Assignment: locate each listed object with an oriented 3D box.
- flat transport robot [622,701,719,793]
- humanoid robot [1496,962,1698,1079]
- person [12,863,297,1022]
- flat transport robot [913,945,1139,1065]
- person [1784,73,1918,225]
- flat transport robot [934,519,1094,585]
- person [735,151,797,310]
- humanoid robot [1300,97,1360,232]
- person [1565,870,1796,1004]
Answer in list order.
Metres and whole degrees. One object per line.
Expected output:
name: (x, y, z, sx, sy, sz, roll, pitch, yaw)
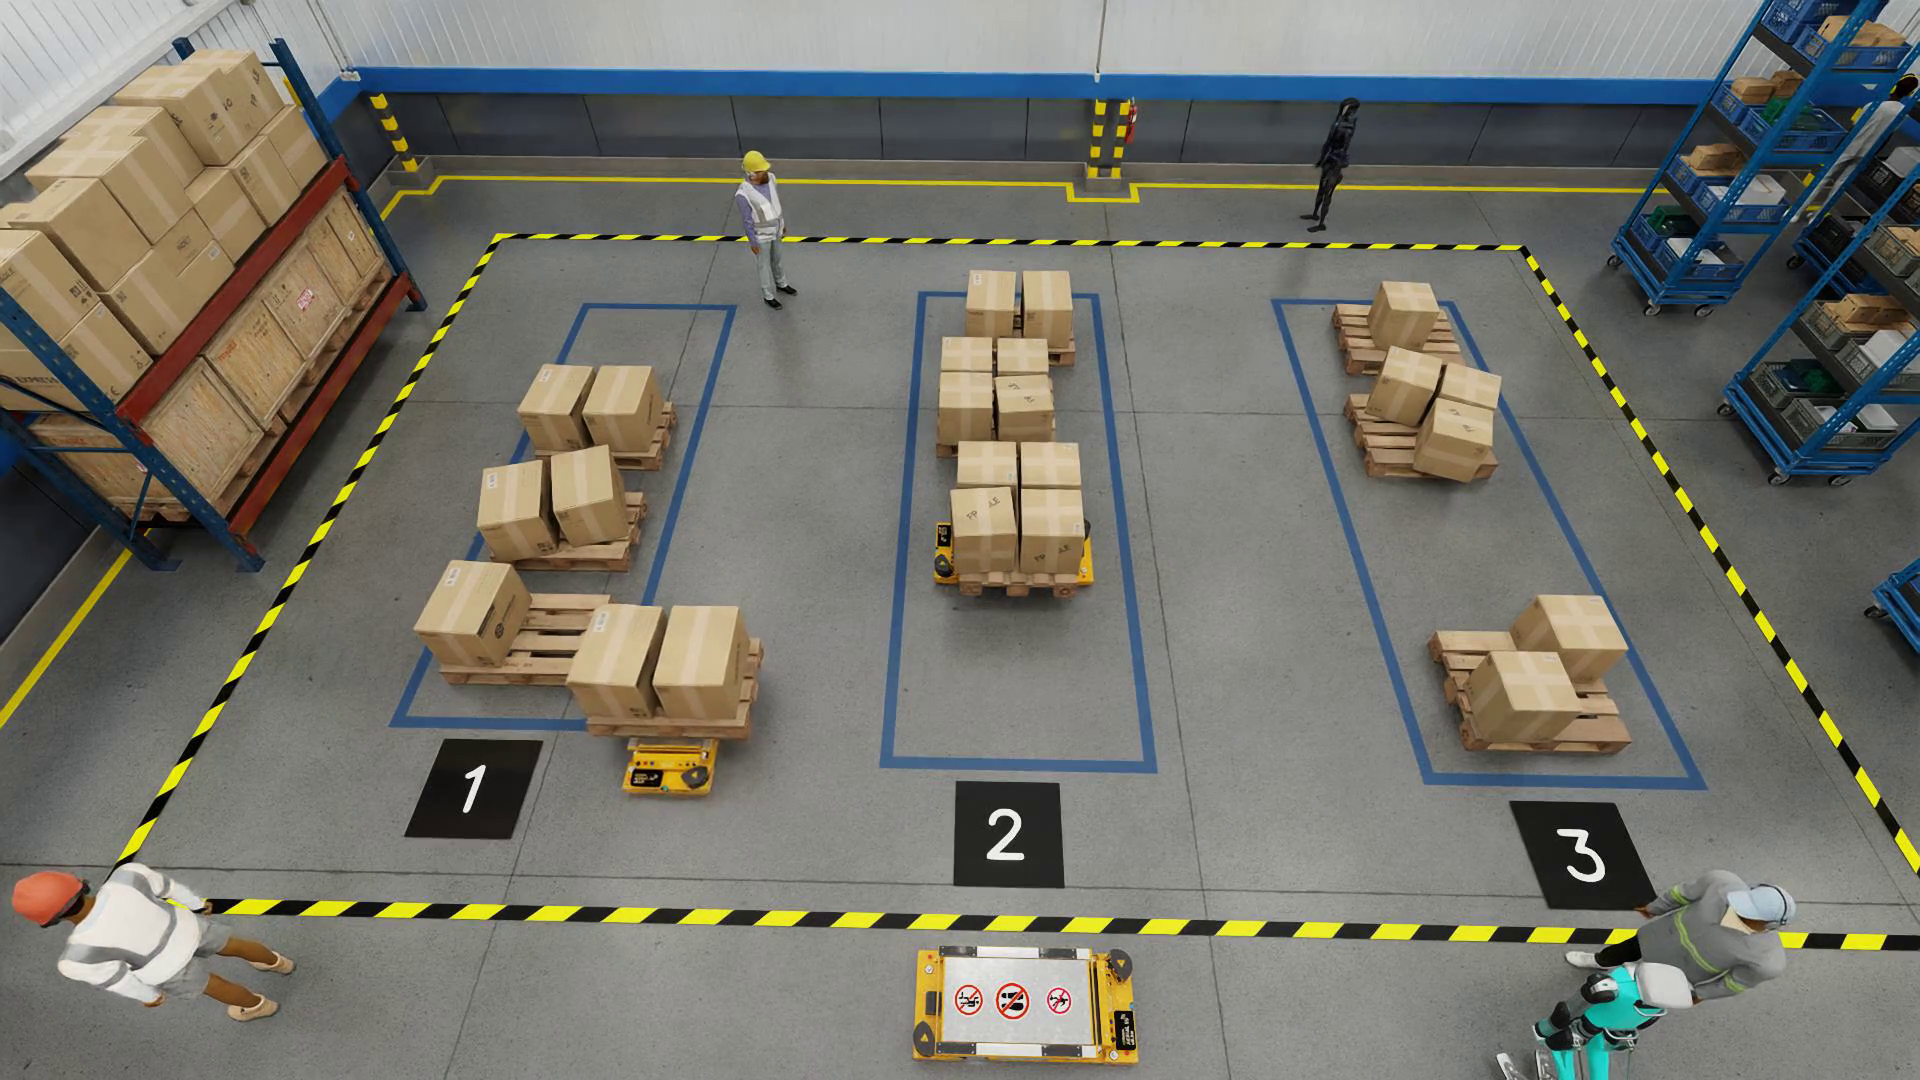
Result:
flat transport robot: (-2.226, 1.324, 7.389, 0.652, 0.197, 1.431, 1, 51, 1)
humanoid robot: (3.555, 2.907, 5.082, 0.533, 1.677, 0.735, 0, 51, 0)
person: (-4.680, 2.394, 5.392, 0.370, 2.040, 0.614, 1, 51, 0)
flat transport robot: (0.422, 3.041, 6.007, 1.431, 0.231, 0.659, 1, 51, 1)
person: (11.082, -4.811, 11.382, 0.516, 1.865, 0.320, 12, 52, 10)
flat transport robot: (0.490, 0.087, 8.397, 1.431, 0.197, 0.652, 1, 51, 1)
person: (-2.169, -3.482, 10.312, 0.404, 1.837, 0.590, 24, 55, 18)
humanoid robot: (4.606, -4.638, 11.348, 0.315, 1.657, 0.599, -1, 51, 0)
person: (4.291, 2.441, 5.474, 0.398, 1.851, 0.593, -3, 51, -2)
